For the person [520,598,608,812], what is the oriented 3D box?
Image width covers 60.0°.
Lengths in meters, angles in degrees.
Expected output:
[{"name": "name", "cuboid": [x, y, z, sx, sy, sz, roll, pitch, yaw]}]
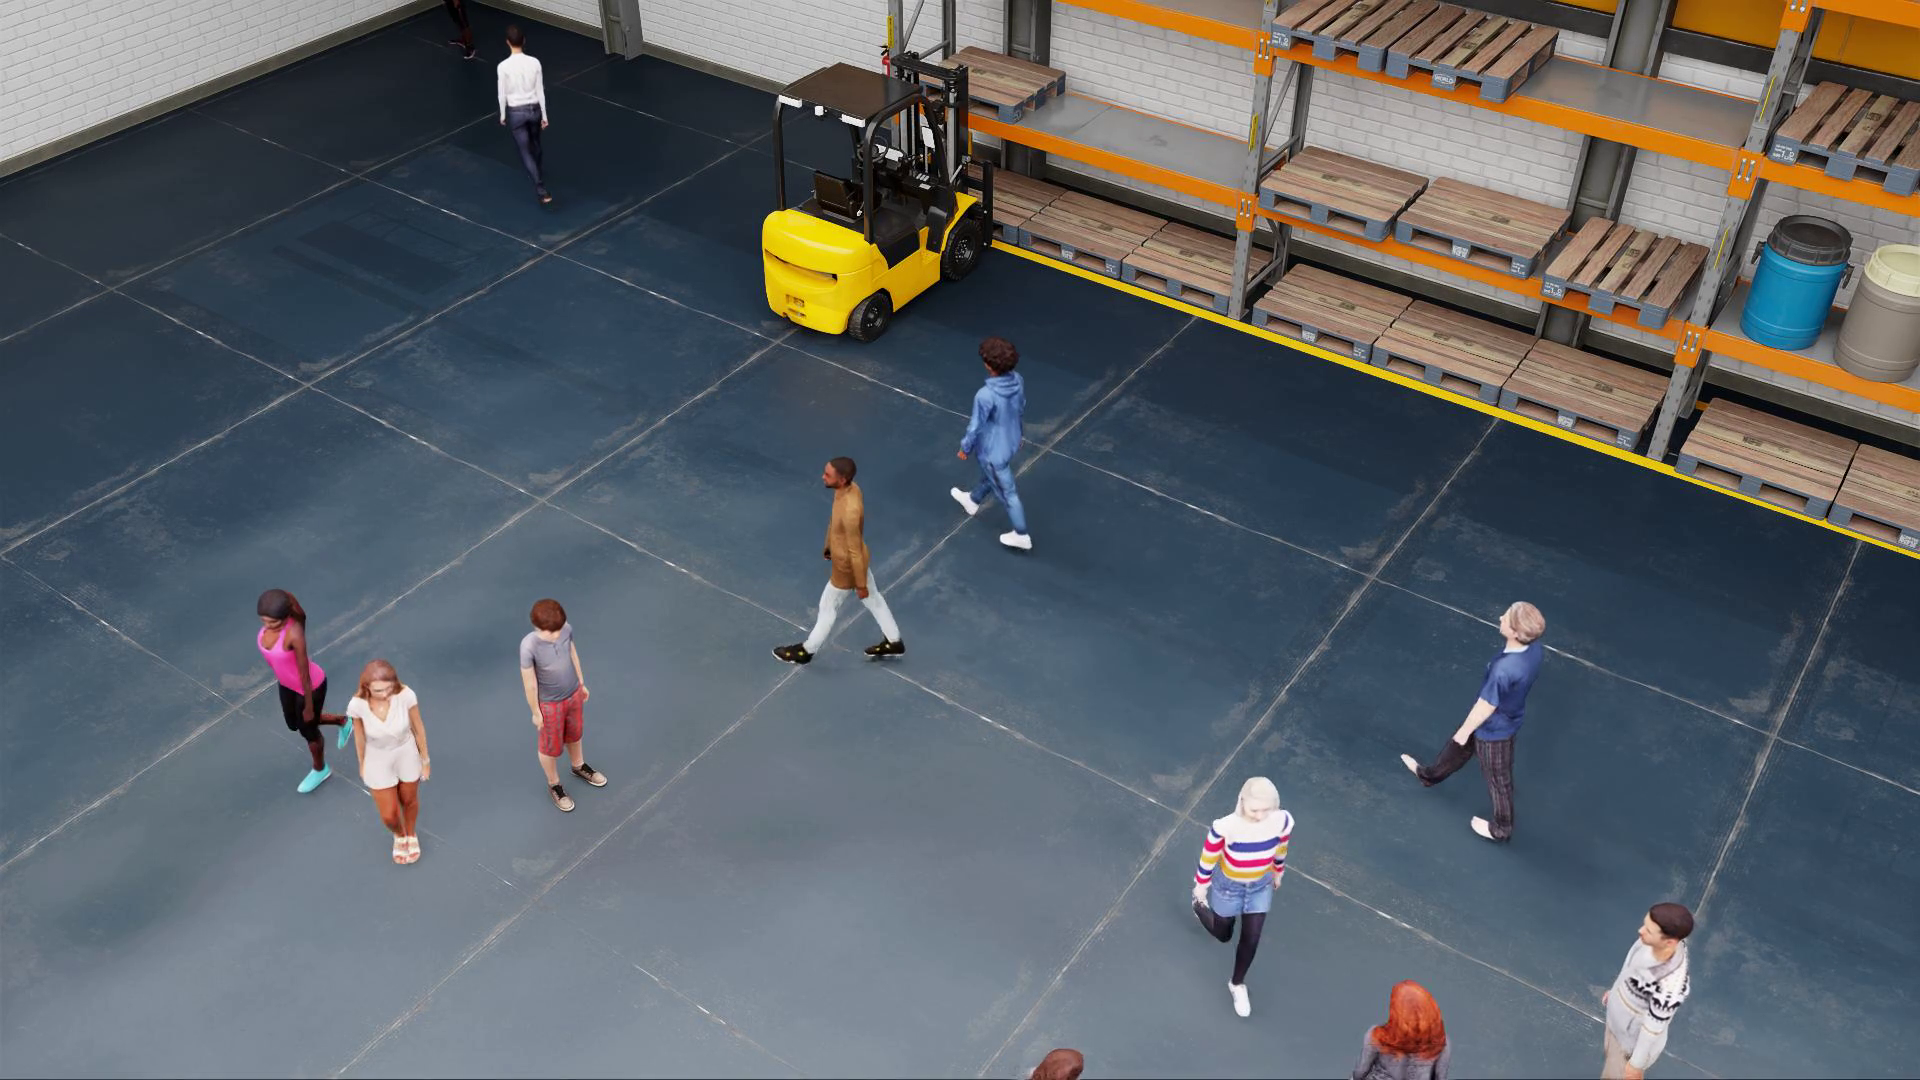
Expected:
[{"name": "person", "cuboid": [-2.598, 0.999, 10.692, 0.565, 1.648, 0.602, 28, 47, 31]}]

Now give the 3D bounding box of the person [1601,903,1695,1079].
[{"name": "person", "cuboid": [3.516, 2.517, 8.627, 0.673, 1.853, 0.741, 12, 40, 15]}]

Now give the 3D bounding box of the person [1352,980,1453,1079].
[{"name": "person", "cuboid": [2.162, 2.879, 8.249, 0.636, 1.760, 0.765, 8, 39, 10]}]

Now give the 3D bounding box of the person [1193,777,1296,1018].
[{"name": "person", "cuboid": [1.576, 1.893, 9.462, 1.042, 1.788, 1.101, -8, 39, -10]}]

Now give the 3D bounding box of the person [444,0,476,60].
[{"name": "person", "cuboid": [-6.202, -6.797, 20.386, 0.897, 1.733, 0.582, -24, 44, -27]}]

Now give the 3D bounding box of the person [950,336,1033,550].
[{"name": "person", "cuboid": [0.355, -0.691, 12.713, 1.115, 1.767, 0.720, 26, 45, 28]}]

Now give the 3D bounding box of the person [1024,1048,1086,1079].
[{"name": "person", "cuboid": [0.417, 2.997, 8.645, 0.483, 1.081, 0.653, 2, 39, 3]}]

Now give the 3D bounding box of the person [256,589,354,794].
[{"name": "person", "cuboid": [-4.189, 0.904, 10.772, 0.739, 1.697, 0.655, 26, 45, 29]}]

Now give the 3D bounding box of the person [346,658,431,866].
[{"name": "person", "cuboid": [-3.494, 1.303, 10.293, 0.714, 1.672, 0.755, -12, 40, -14]}]

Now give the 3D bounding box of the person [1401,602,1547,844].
[{"name": "person", "cuboid": [3.413, 1.178, 10.318, 1.072, 1.837, 0.685, 25, 45, 28]}]

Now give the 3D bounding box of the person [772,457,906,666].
[{"name": "person", "cuboid": [-0.676, 0.177, 11.628, 1.250, 1.765, 1.156, -5, 39, -6]}]

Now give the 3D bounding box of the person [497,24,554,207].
[{"name": "person", "cuboid": [-4.497, -4.375, 17.259, 0.987, 1.851, 1.302, -20, 43, -23]}]
